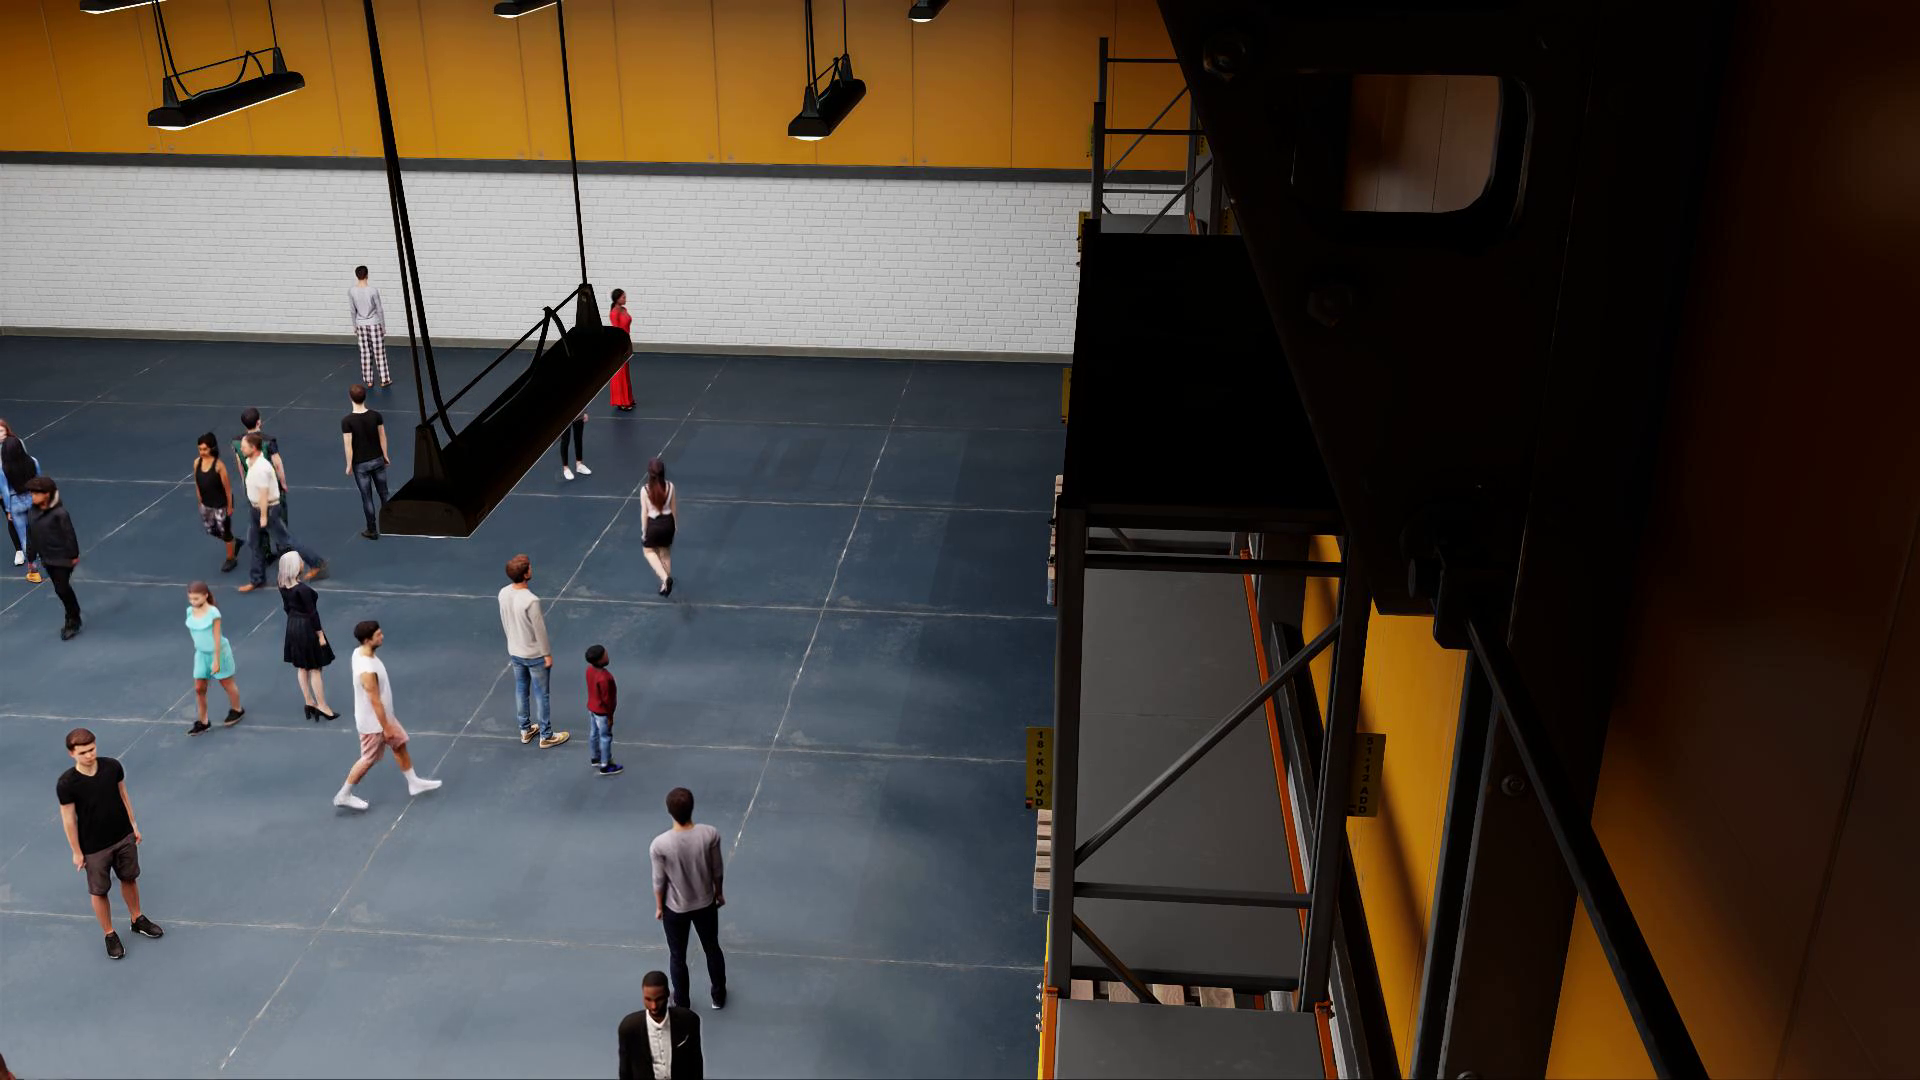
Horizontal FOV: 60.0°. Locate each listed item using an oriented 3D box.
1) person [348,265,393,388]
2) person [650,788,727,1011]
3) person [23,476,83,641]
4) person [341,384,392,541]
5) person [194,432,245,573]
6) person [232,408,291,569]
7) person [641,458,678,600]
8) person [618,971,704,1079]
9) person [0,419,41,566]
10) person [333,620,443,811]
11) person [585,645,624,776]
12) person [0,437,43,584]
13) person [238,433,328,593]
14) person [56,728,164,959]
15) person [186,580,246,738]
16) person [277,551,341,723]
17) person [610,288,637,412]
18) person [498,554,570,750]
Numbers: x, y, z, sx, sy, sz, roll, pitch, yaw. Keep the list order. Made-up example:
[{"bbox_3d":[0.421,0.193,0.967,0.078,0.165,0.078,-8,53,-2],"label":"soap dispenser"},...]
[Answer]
[{"bbox_3d":[-8.915,-3.226,25.079,0.656,1.847,0.569,-1,24,-2],"label":"person"},{"bbox_3d":[-1.919,2.571,11.824,0.735,1.842,0.709,-9,25,-20],"label":"person"},{"bbox_3d":[-9.465,0.132,17.503,0.686,1.762,0.726,7,25,16],"label":"person"},{"bbox_3d":[-7.031,-0.934,19.775,0.757,1.896,0.808,-17,29,-34],"label":"person"},{"bbox_3d":[-8.438,-0.463,18.992,0.685,1.660,0.736,5,24,12],"label":"person"},{"bbox_3d":[-7.949,-0.604,19.013,0.663,1.901,0.559,3,24,6],"label":"person"},{"bbox_3d":[-3.245,-0.078,18.138,0.775,1.638,0.840,-16,28,-33],"label":"person"},{"bbox_3d":[-1.791,3.369,10.050,0.722,1.800,0.679,-6,24,-13],"label":"person"},{"bbox_3d":[-10.876,-0.574,19.143,0.670,1.742,0.715,-16,28,-32],"label":"person"},{"bbox_3d":[-5.120,1.546,14.284,1.006,1.750,1.171,-8,25,-17],"label":"person"},{"bbox_3d":[-3.242,1.511,14.985,0.636,1.252,0.573,-18,29,-35],"label":"person"},{"bbox_3d":[-10.474,-0.358,18.687,0.733,1.713,0.651,21,31,40],"label":"person"},{"bbox_3d":[-7.577,-0.317,18.460,1.221,1.819,1.226,-16,28,-32],"label":"person"},{"bbox_3d":[-6.463,2.237,12.563,0.822,1.862,0.709,16,28,33],"label":"person"},{"bbox_3d":[-6.991,1.048,15.688,0.641,1.537,0.859,6,24,14],"label":"person"},{"bbox_3d":[-6.194,0.904,15.757,0.689,1.747,0.707,14,27,30],"label":"person"},{"bbox_3d":[-4.926,-2.773,24.113,0.688,1.790,0.536,3,24,8],"label":"person"},{"bbox_3d":[-3.968,1.021,15.290,0.742,1.906,0.734,13,27,28],"label":"person"}]
